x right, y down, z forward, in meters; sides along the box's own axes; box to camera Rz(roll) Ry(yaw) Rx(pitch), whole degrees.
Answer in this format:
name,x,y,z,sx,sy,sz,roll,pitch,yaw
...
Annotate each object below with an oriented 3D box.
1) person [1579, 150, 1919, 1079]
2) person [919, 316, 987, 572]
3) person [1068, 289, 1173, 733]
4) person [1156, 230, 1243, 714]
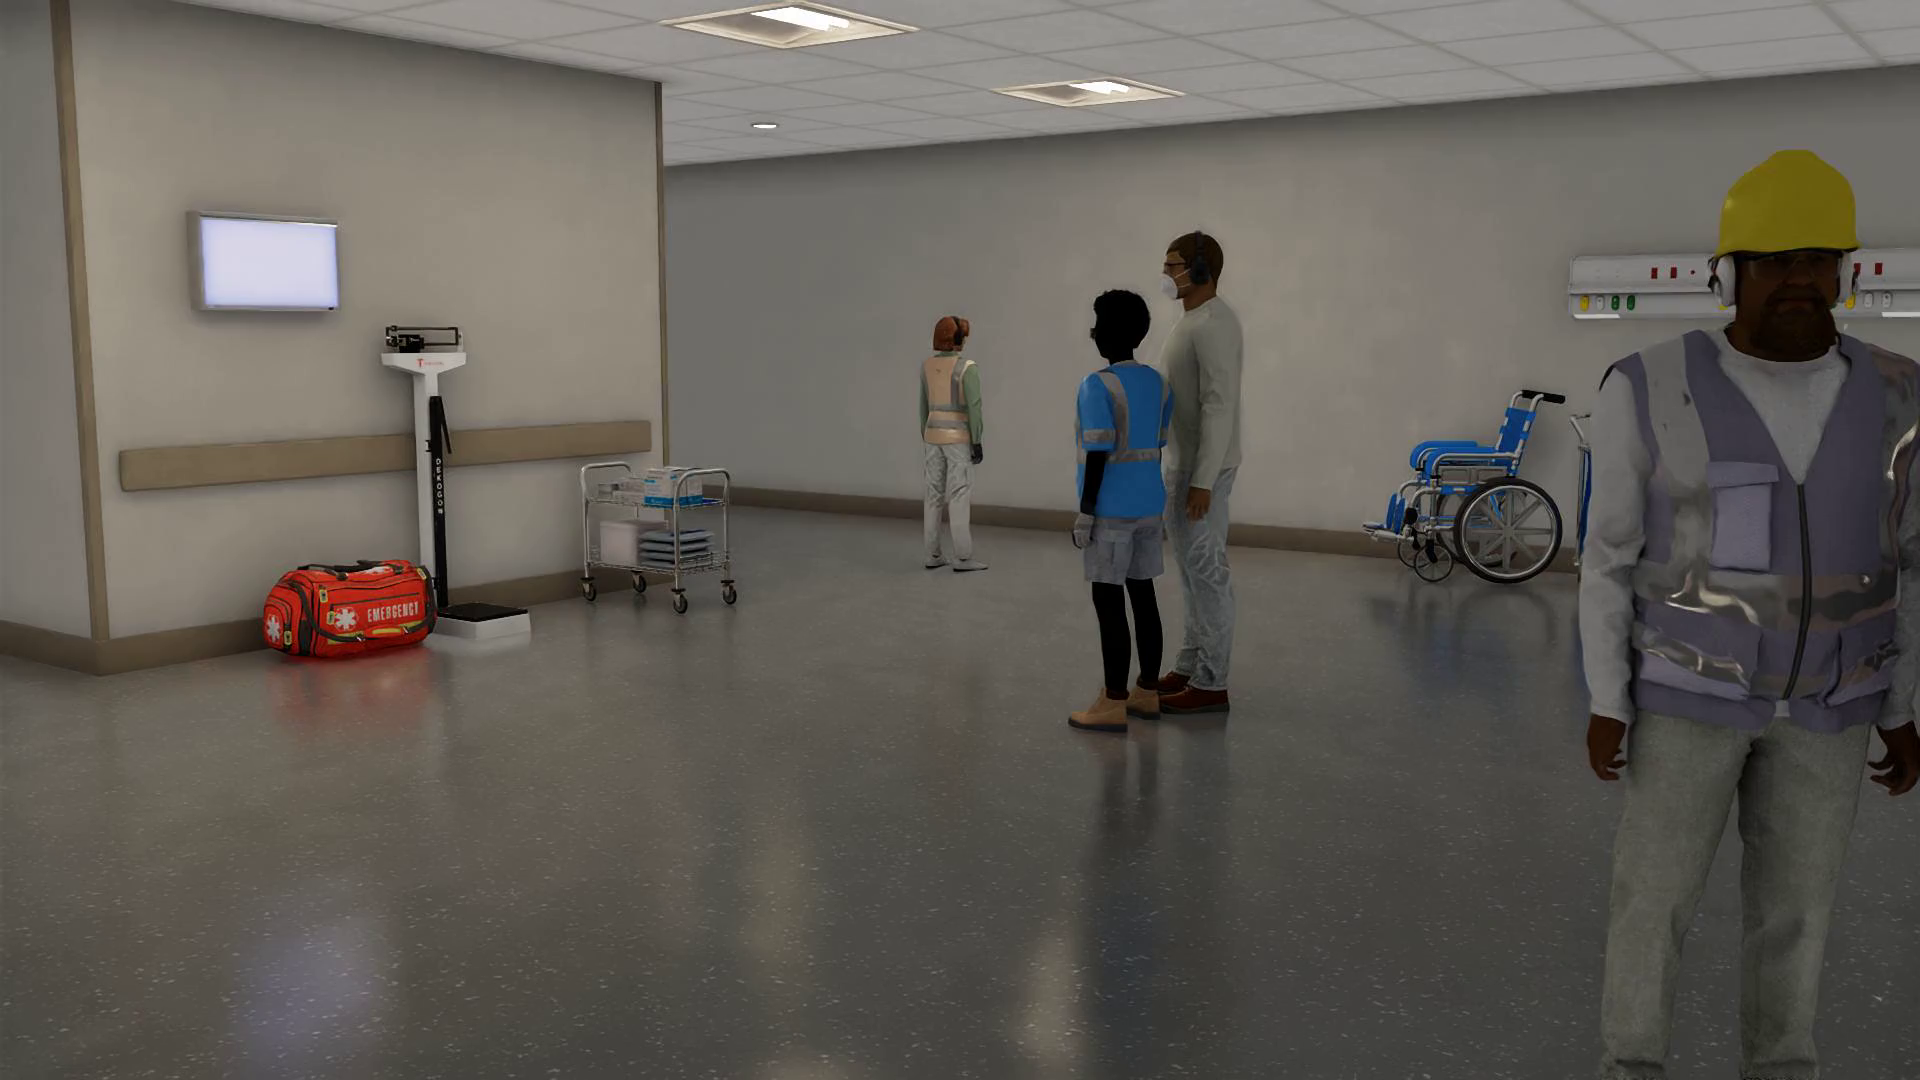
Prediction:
name,x,y,z,sx,sy,sz,roll,pitch,yaw
person,1.391,0.258,2.907,0.592,1.833,0.404,1,7,6
person,-0.059,-0.614,10.688,0.514,1.641,0.308,6,10,42
person,0.614,-0.112,6.423,0.315,1.695,0.541,6,9,38
person,0.948,-0.270,6.730,0.373,1.940,0.630,0,7,-3
